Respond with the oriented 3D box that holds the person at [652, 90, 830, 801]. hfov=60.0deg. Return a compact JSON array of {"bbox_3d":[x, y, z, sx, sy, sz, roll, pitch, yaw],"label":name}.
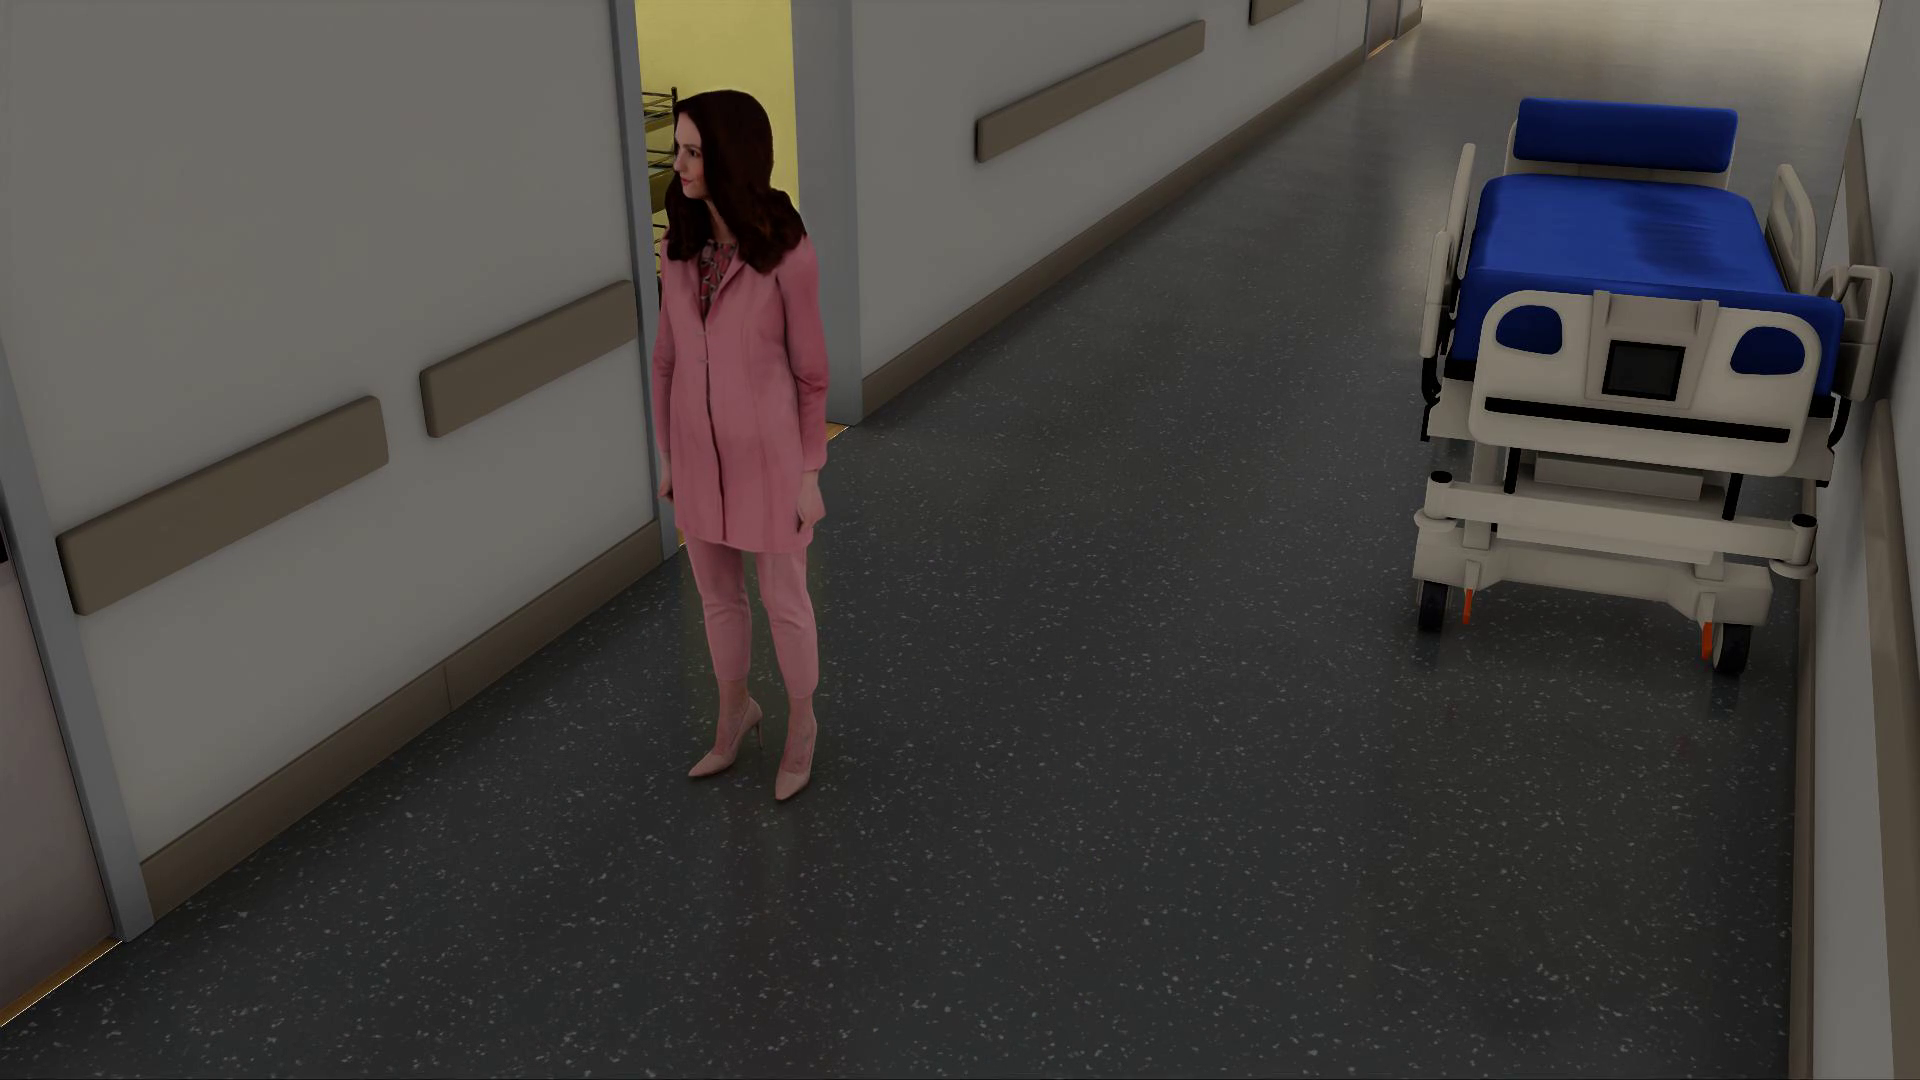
[{"bbox_3d":[-0.519,-0.192,4.060,0.436,1.801,0.670,12,28,23],"label":"person"}]
